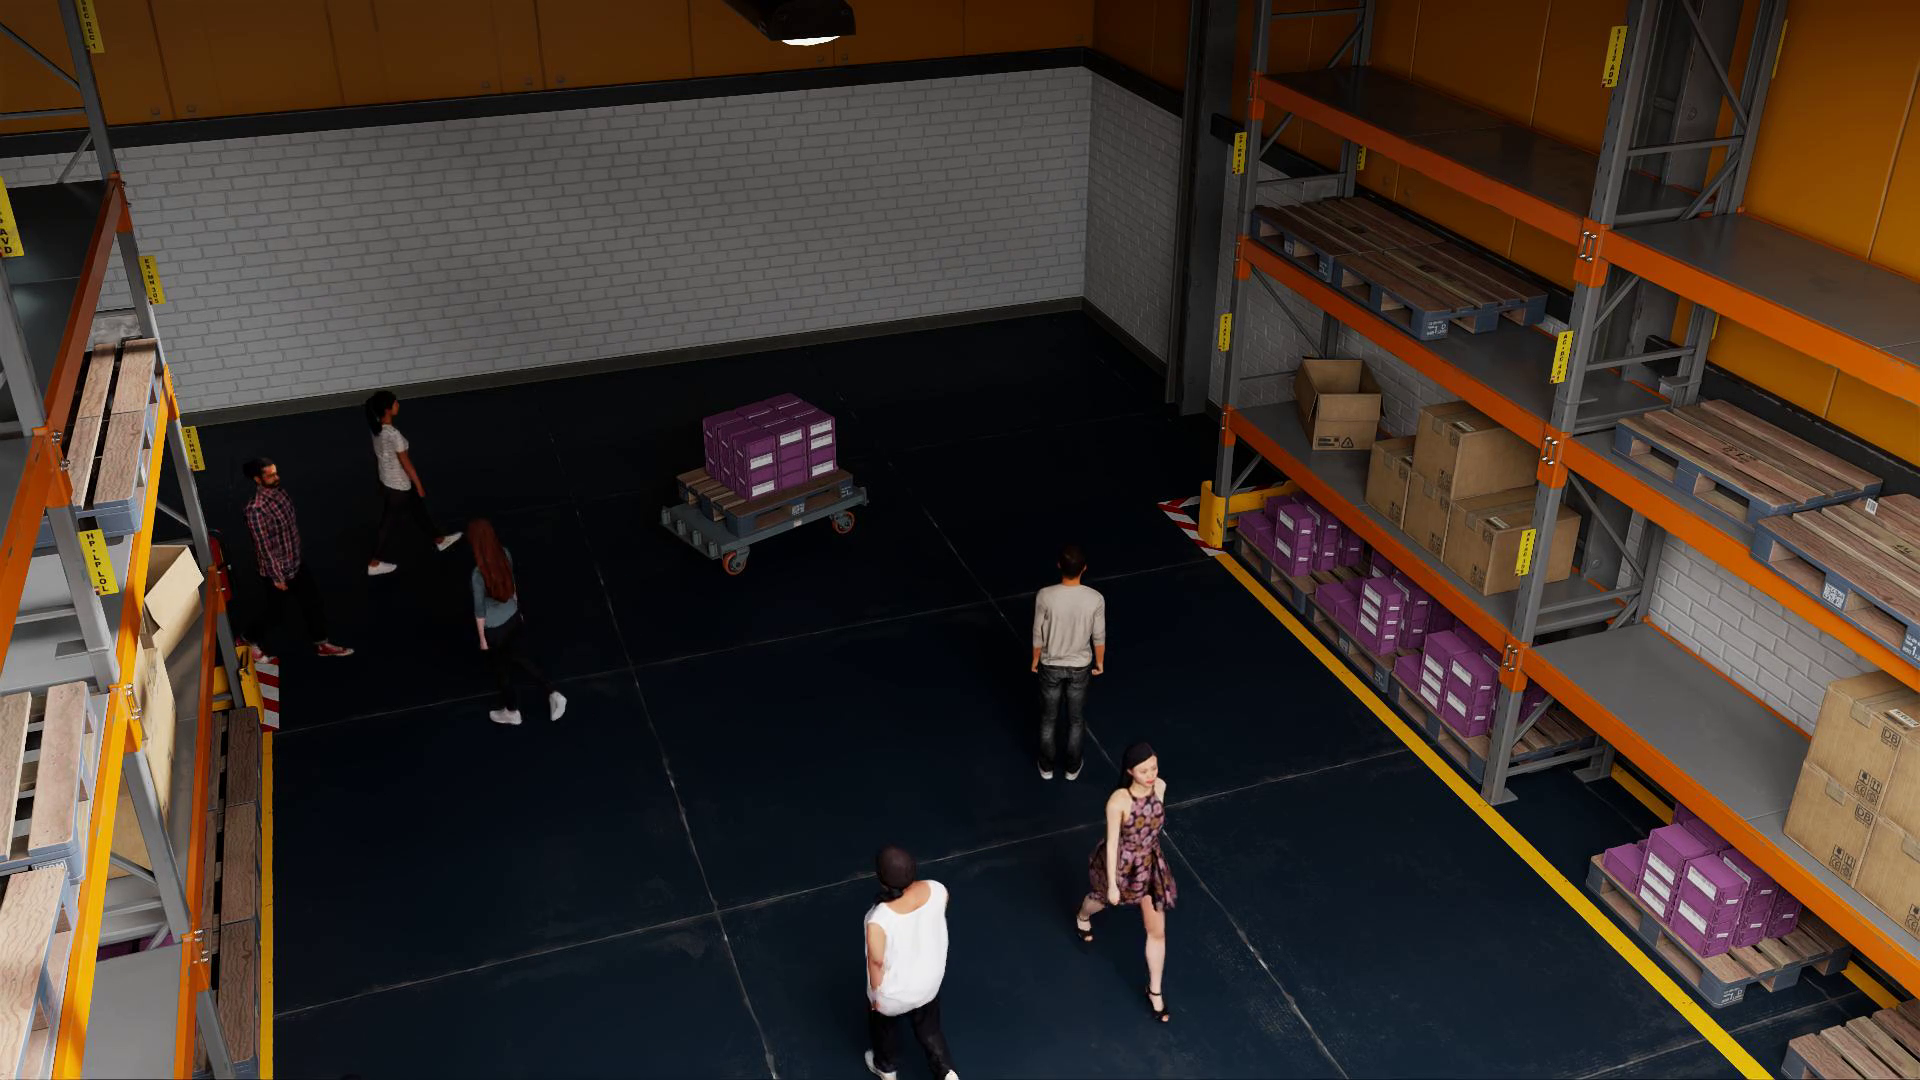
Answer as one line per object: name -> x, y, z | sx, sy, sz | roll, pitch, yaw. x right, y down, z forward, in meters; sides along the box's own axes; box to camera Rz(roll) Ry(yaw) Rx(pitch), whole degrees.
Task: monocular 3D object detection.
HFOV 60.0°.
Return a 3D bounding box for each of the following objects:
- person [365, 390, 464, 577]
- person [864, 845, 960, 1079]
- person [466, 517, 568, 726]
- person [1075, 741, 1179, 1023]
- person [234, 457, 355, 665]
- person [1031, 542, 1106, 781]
person -> -4.782, -0.434, 13.885 | 0.912, 1.593, 1.124 | -22, 35, -34
person -> -0.267, 2.310, 8.774 | 0.802, 1.668, 1.011 | -19, 34, -31
person -> -3.178, 0.639, 11.778 | 1.001, 1.726, 0.950 | 13, 31, 22
person -> 0.918, 1.861, 9.536 | 0.777, 1.728, 1.215 | -16, 32, -27
person -> -5.216, 0.184, 12.587 | 1.038, 1.750, 1.134 | 3, 29, 5
person -> 0.719, 0.848, 11.311 | 0.719, 1.807, 0.674 | 0, 29, 1
